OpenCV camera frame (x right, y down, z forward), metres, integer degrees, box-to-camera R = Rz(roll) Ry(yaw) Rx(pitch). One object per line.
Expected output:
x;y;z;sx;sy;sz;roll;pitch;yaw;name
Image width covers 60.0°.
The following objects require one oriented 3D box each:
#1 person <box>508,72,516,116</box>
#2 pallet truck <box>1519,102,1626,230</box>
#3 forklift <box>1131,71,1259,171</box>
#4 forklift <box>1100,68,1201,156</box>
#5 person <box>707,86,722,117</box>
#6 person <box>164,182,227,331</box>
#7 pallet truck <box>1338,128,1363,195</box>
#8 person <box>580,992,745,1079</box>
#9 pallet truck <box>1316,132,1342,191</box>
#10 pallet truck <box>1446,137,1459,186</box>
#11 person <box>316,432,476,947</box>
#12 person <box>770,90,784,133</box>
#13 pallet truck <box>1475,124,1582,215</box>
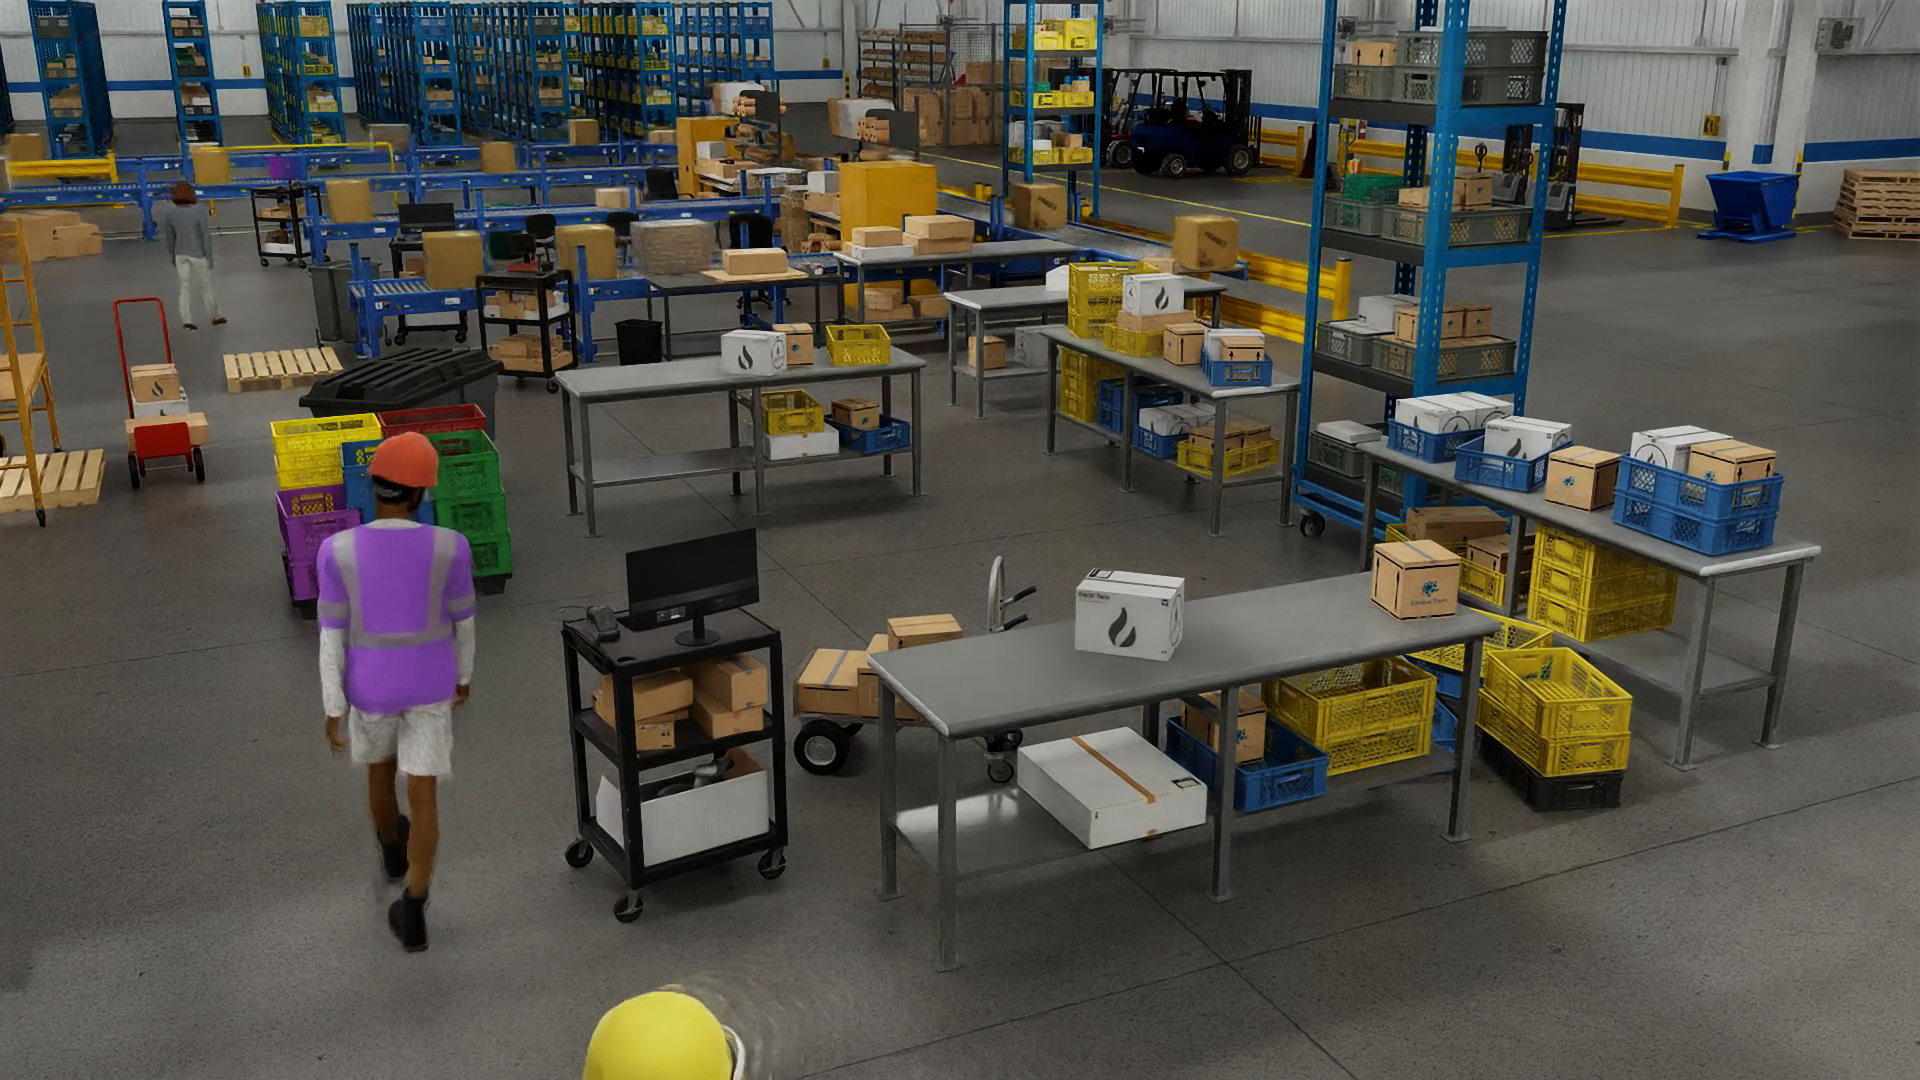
-12.130;-11.749;44.817;0.728;1.978;0.626;-4;18;-11;person
9.972;-6.037;26.785;1.885;1.965;0.823;-9;20;-25;pallet truck
4.998;-8.936;35.413;2.680;1.987;1.157;-9;20;-25;forklift
4.082;-9.564;37.410;2.680;1.987;1.157;-8;19;-23;forklift
-5.465;-9.108;36.765;0.903;1.815;0.576;-4;18;-11;person
-8.376;-3.093;18.148;0.521;1.603;0.703;0;18;1;person
7.845;-7.140;31.411;1.522;1.261;0.704;-9;20;-25;pallet truck
-0.446;1.596;3.039;0.509;1.818;0.602;-17;24;-42;person
7.723;-7.504;32.656;1.601;1.201;0.680;-8;19;-23;pallet truck
9.184;-6.485;29.328;1.630;1.274;0.653;-8;19;-23;pallet truck
-2.112;0.516;6.315;0.571;1.888;0.927;-5;18;-15;person
-3.985;-8.830;35.965;0.492;1.752;0.546;-5;18;-16;person
9.707;-6.455;28.103;1.885;1.965;0.823;-7;19;-20;pallet truck
